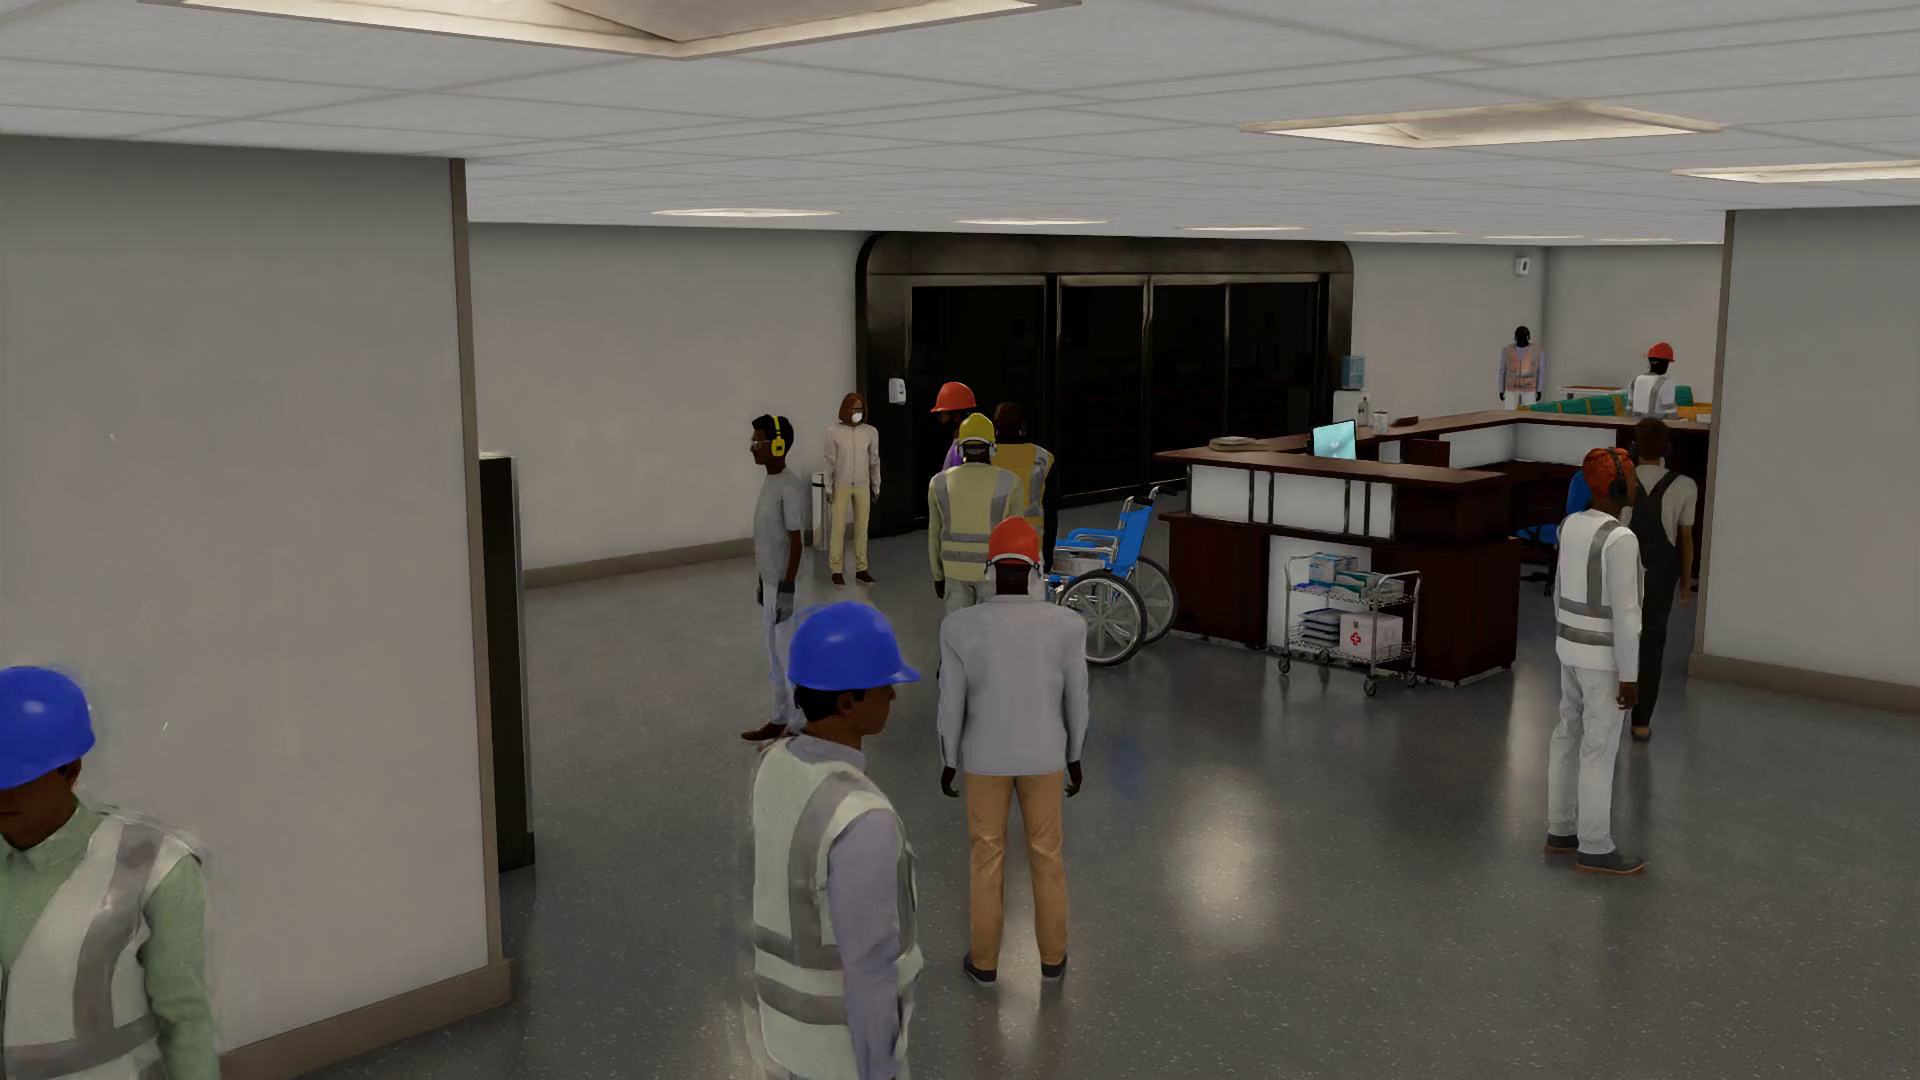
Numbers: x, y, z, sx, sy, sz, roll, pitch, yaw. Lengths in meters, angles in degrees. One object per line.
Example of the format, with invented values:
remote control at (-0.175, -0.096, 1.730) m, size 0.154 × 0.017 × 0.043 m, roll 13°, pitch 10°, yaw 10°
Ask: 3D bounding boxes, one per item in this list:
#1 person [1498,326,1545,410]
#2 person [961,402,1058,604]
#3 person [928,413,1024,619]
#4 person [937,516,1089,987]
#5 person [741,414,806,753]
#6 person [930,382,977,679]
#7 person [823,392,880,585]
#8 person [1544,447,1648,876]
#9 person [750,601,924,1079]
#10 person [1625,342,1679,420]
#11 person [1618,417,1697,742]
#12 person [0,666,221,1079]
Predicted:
person at (8.146, -2.187, 24.172) m, size 0.628 × 1.837 × 0.429 m, roll 4°, pitch 10°, yaw 25°
person at (0.301, 0.049, 10.465) m, size 0.624 × 1.835 × 0.431 m, roll 0°, pitch 9°, yaw 0°
person at (0.108, 0.176, 9.707) m, size 0.592 × 1.826 × 0.404 m, roll 3°, pitch 10°, yaw 16°
person at (0.193, 0.782, 6.190) m, size 0.566 × 1.750 × 0.341 m, roll -1°, pitch 9°, yaw -5°
person at (-1.019, 0.240, 9.156) m, size 0.329 × 1.872 × 0.508 m, roll -4°, pitch 10°, yaw -23°
person at (-0.011, -0.053, 10.751) m, size 0.374 × 1.933 × 0.552 m, roll 1°, pitch 9°, yaw 6°
person at (-0.909, -0.432, 14.040) m, size 0.504 × 1.627 × 0.285 m, roll -4°, pitch 10°, yaw -24°
person at (2.824, 0.528, 7.351) m, size 0.356 × 1.884 × 0.574 m, roll -1°, pitch 9°, yaw -9°
person at (-0.343, 1.091, 3.765) m, size 0.676 × 1.929 × 0.612 m, roll -4°, pitch 10°, yaw -23°
person at (7.032, -1.045, 16.901) m, size 0.449 × 1.912 × 0.544 m, roll -3°, pitch 10°, yaw -17°
person at (3.858, 0.222, 9.384) m, size 0.511 × 1.834 × 0.415 m, roll 4°, pitch 10°, yaw 21°
person at (-1.807, 1.153, 3.433) m, size 0.613 × 1.920 × 0.803 m, roll 1°, pitch 9°, yaw 4°
